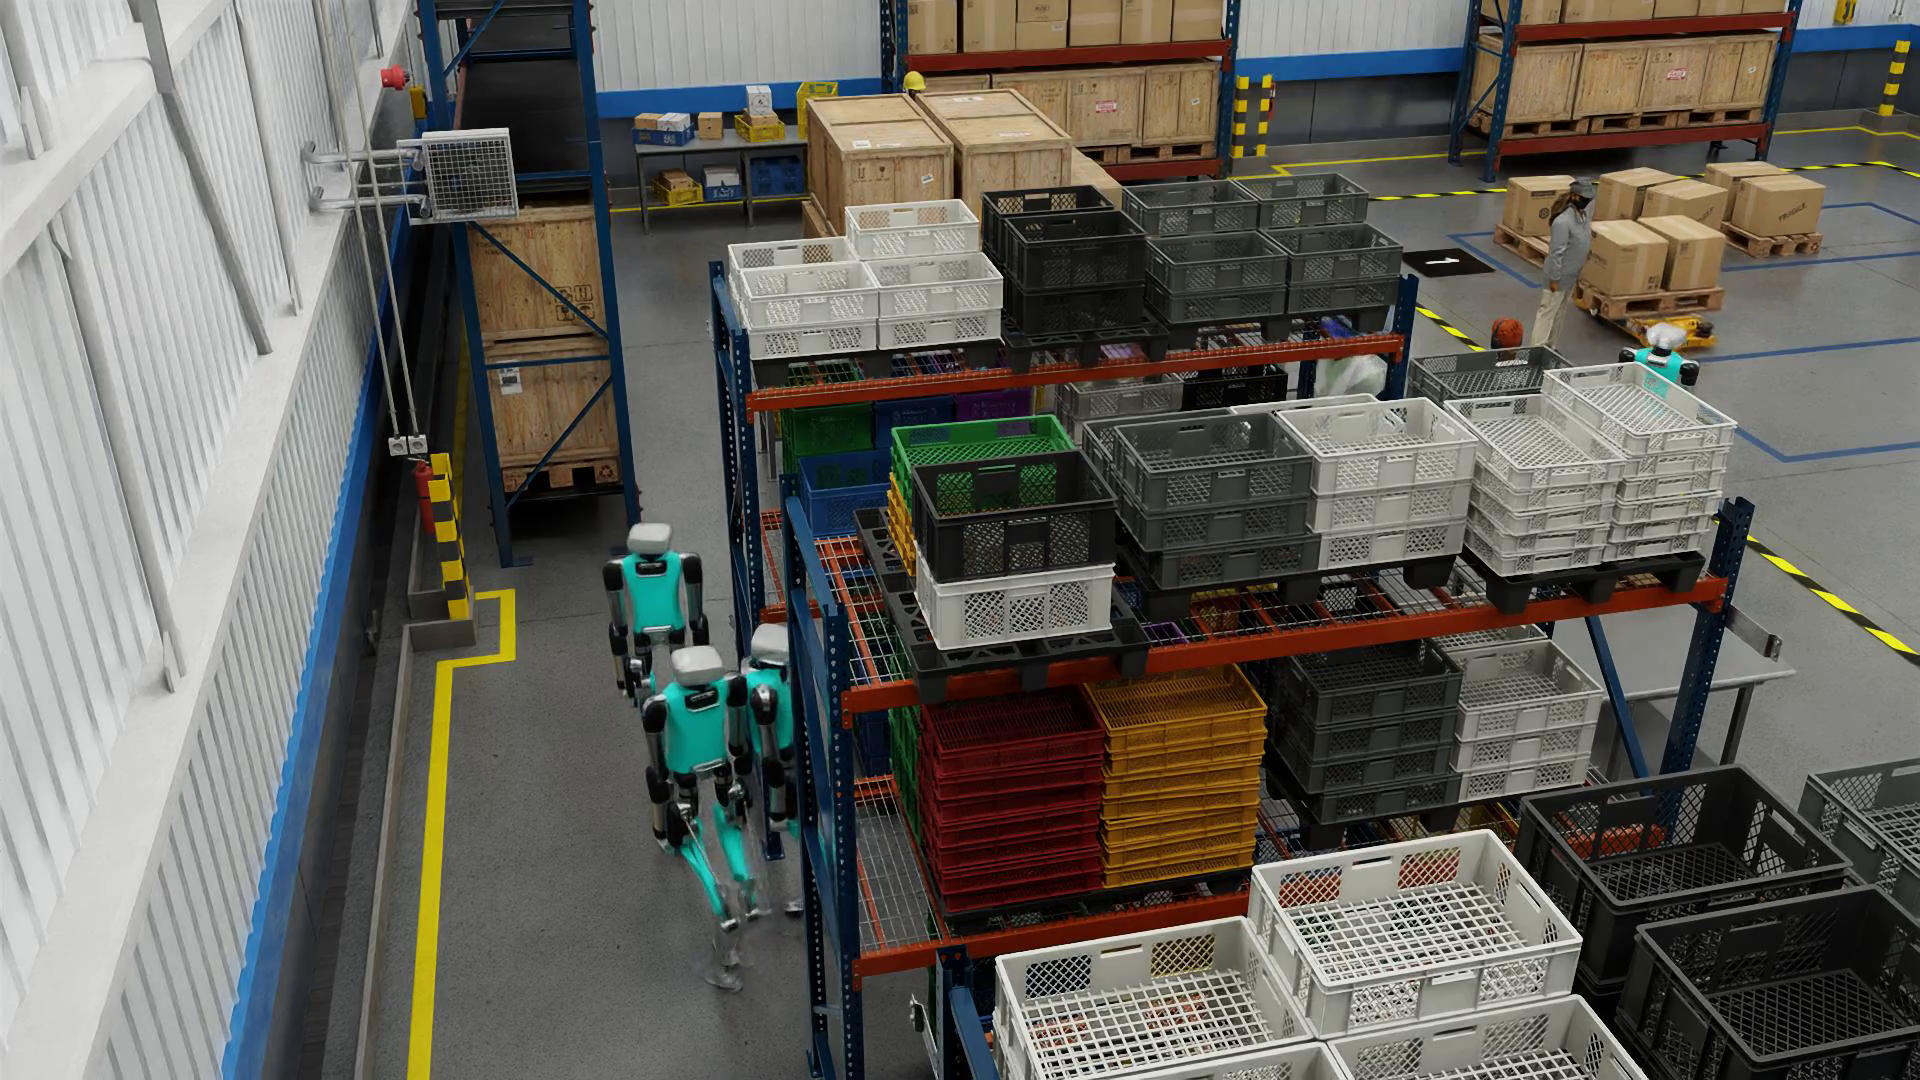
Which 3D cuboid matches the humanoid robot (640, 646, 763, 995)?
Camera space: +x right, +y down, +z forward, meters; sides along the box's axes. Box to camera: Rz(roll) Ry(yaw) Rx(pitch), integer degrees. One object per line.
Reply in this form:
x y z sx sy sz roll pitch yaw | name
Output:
-1.098 1.412 7.812 0.546 1.818 0.727 -17 32 -29 | humanoid robot

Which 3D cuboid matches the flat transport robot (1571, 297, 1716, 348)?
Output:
6.649 -2.214 16.216 0.652 0.197 1.431 -6 28 -12 | flat transport robot

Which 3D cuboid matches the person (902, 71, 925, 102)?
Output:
-0.513 -4.284 18.494 0.586 1.834 0.404 -21 34 -34 | person

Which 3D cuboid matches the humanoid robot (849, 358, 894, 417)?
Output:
-0.623 -0.994 12.414 0.392 1.635 0.584 6 28 10 | humanoid robot

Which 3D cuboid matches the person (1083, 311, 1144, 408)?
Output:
1.157 -1.334 12.677 0.605 2.045 0.387 20 34 33 | person

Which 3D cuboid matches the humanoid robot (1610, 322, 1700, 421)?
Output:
4.903 -0.785 11.821 0.533 1.673 0.735 17 32 29 | humanoid robot

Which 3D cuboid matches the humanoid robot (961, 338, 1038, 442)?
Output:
0.307 -0.494 11.309 0.532 1.696 0.739 -4 28 -7 | humanoid robot

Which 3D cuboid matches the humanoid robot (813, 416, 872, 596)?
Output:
-0.751 -0.260 11.052 0.612 1.628 0.616 21 34 34 | humanoid robot

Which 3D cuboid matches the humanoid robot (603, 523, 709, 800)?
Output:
-1.595 0.830 8.930 0.532 1.749 1.015 -4 28 -8 | humanoid robot

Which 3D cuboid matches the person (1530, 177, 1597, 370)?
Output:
5.435 -2.409 15.007 0.396 1.766 0.572 21 34 35 | person

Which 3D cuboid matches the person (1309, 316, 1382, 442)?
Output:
2.700 -0.749 11.701 0.725 1.923 0.600 -22 35 -35 | person

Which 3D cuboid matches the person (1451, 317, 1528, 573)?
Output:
3.677 -0.639 11.536 0.583 1.878 0.362 -12 30 -22 | person

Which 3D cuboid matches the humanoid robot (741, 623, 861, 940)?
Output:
-0.712 1.227 8.211 0.660 1.857 0.559 -2 28 -4 | humanoid robot
